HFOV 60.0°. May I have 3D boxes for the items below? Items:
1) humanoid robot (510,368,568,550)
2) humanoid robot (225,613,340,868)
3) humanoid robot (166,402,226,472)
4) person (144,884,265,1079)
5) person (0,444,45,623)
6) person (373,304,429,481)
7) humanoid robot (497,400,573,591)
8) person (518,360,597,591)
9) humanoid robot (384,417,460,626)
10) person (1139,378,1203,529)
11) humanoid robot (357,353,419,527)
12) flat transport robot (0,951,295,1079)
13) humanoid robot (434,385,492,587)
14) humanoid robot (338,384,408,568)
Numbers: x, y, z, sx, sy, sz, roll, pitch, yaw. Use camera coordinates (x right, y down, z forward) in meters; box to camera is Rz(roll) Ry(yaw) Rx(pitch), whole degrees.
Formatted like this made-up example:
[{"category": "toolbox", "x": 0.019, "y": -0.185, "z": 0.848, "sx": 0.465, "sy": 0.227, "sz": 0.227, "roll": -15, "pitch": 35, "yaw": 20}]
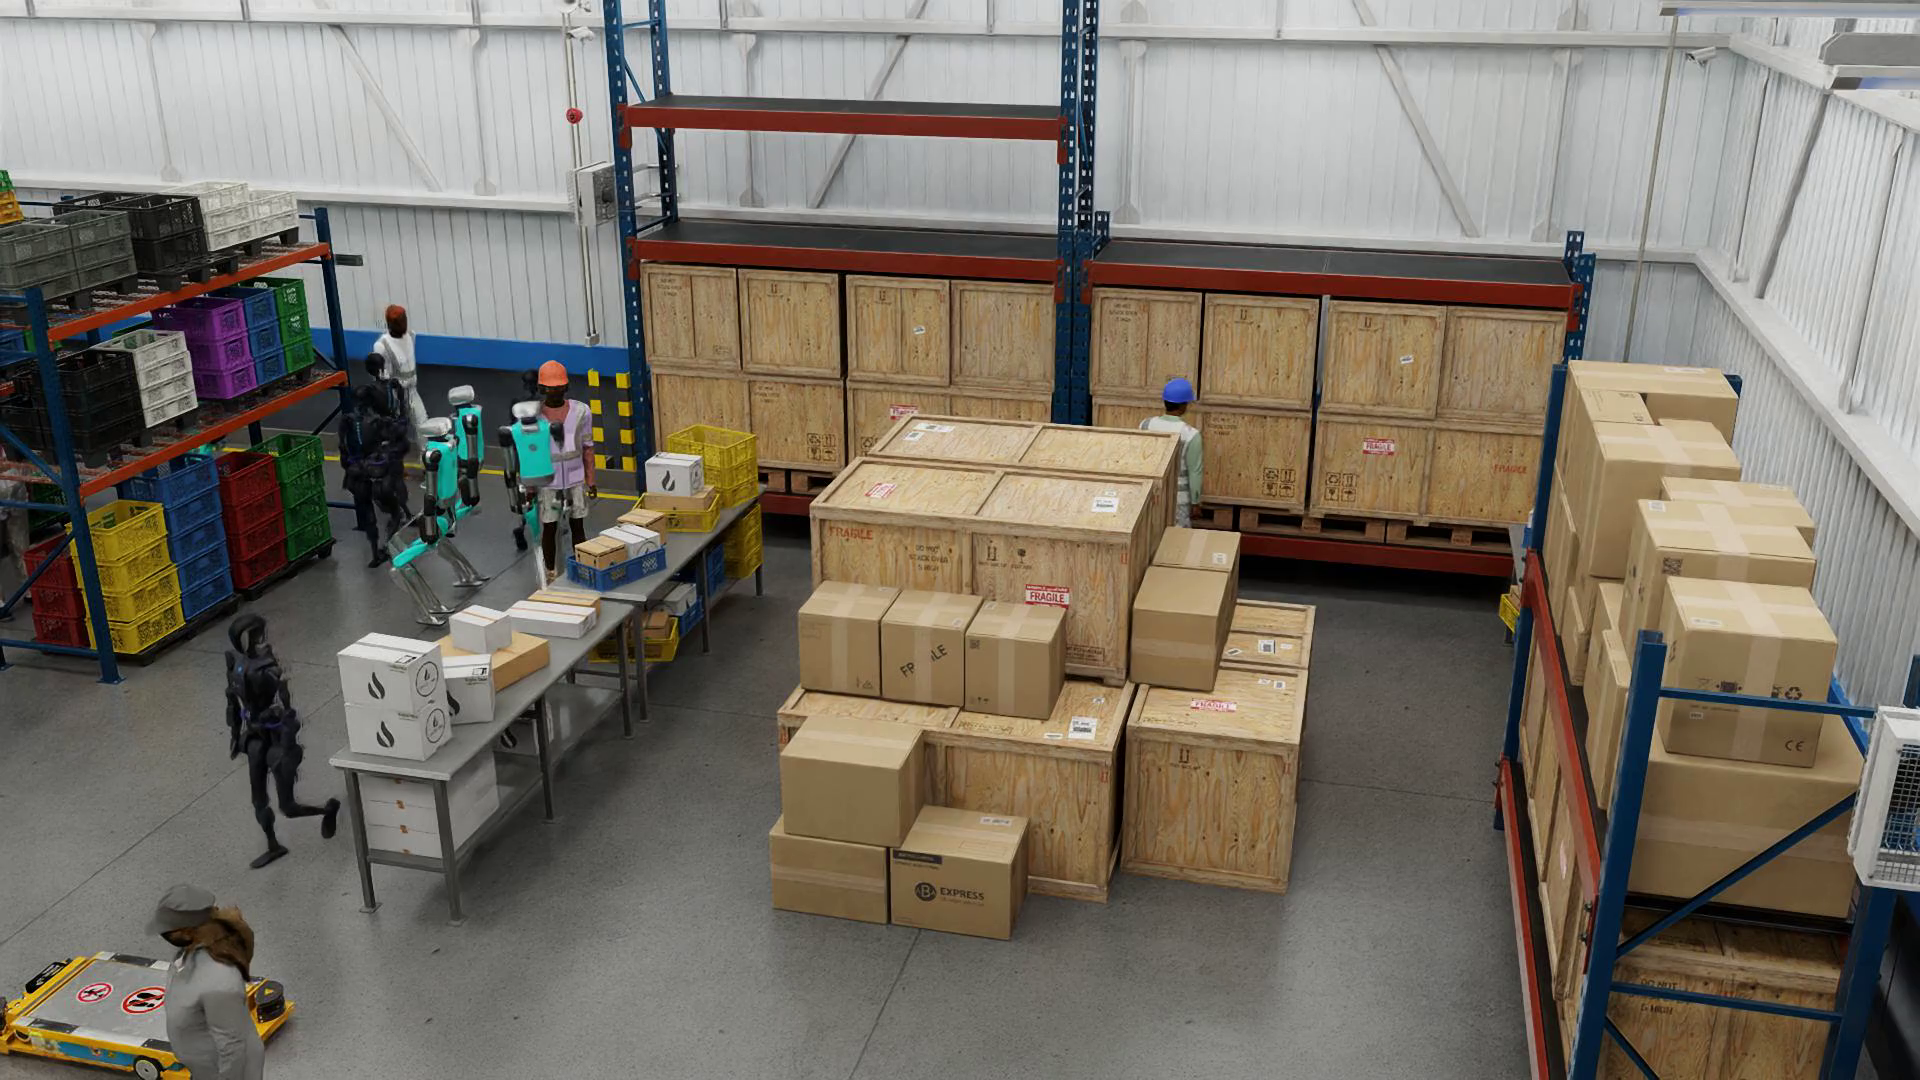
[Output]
[{"category": "humanoid robot", "x": -3.833, "y": -0.738, "z": 15.020, "sx": 0.597, "sy": 1.634, "sz": 0.624, "roll": 6, "pitch": 22, "yaw": 16}, {"category": "humanoid robot", "x": -4.131, "y": 1.161, "z": 10.044, "sx": 0.585, "sy": 1.633, "sz": 0.568, "roll": 11, "pitch": 23, "yaw": 26}, {"category": "humanoid robot", "x": -7.195, "y": -0.943, "z": 15.468, "sx": 0.560, "sy": 1.795, "sz": 0.674, "roll": 8, "pitch": 22, "yaw": 21}, {"category": "person", "x": -3.149, "y": 2.228, "z": 7.123, "sx": 0.402, "sy": 1.762, "sz": 0.562, "roll": -14, "pitch": 25, "yaw": -32}, {"category": "person", "x": -7.793, "y": -0.253, "z": 13.516, "sx": 0.404, "sy": 1.833, "sz": 0.589, "roll": 14, "pitch": 25, "yaw": 32}, {"category": "person", "x": -5.526, "y": -1.438, "z": 16.595, "sx": 0.855, "sy": 1.844, "sz": 0.589, "roll": 9, "pitch": 23, "yaw": 23}, {"category": "humanoid robot", "x": -3.538, "y": -0.379, "z": 14.010, "sx": 0.565, "sy": 1.776, "sz": 0.895, "roll": -4, "pitch": 21, "yaw": -12}, {"category": "person", "x": -3.323, "y": -0.495, "z": 13.860, "sx": 0.606, "sy": 2.044, "sz": 0.368, "roll": -9, "pitch": 23, "yaw": -22}, {"category": "humanoid robot", "x": -4.317, "y": -0.154, "z": 13.255, "sx": 0.747, "sy": 1.692, "sz": 0.530, "roll": 1, "pitch": 21, "yaw": 3}, {"category": "person", "x": 1.728, "y": -0.380, "z": 13.690, "sx": 0.605, "sy": 1.946, "sz": 0.404, "roll": 18, "pitch": 27, "yaw": 39}, {"category": "humanoid robot", "x": -5.422, "y": -0.948, "z": 15.633, "sx": 0.825, "sy": 1.619, "sz": 0.604, "roll": 13, "pitch": 24, "yaw": 30}, {"category": "flat transport robot", "x": -4.270, "y": 2.464, "z": 8.601, "sx": 1.431, "sy": 0.231, "sz": 0.659, "roll": 5, "pitch": 22, "yaw": 13}, {"category": "humanoid robot", "x": -4.304, "y": -0.418, "z": 14.001, "sx": 0.681, "sy": 1.751, "sz": 0.547, "roll": -7, "pitch": 22, "yaw": -18}, {"category": "humanoid robot", "x": -5.169, "y": -0.561, "z": 14.542, "sx": 0.603, "sy": 1.650, "sz": 0.362, "roll": 3, "pitch": 21, "yaw": 9}]
